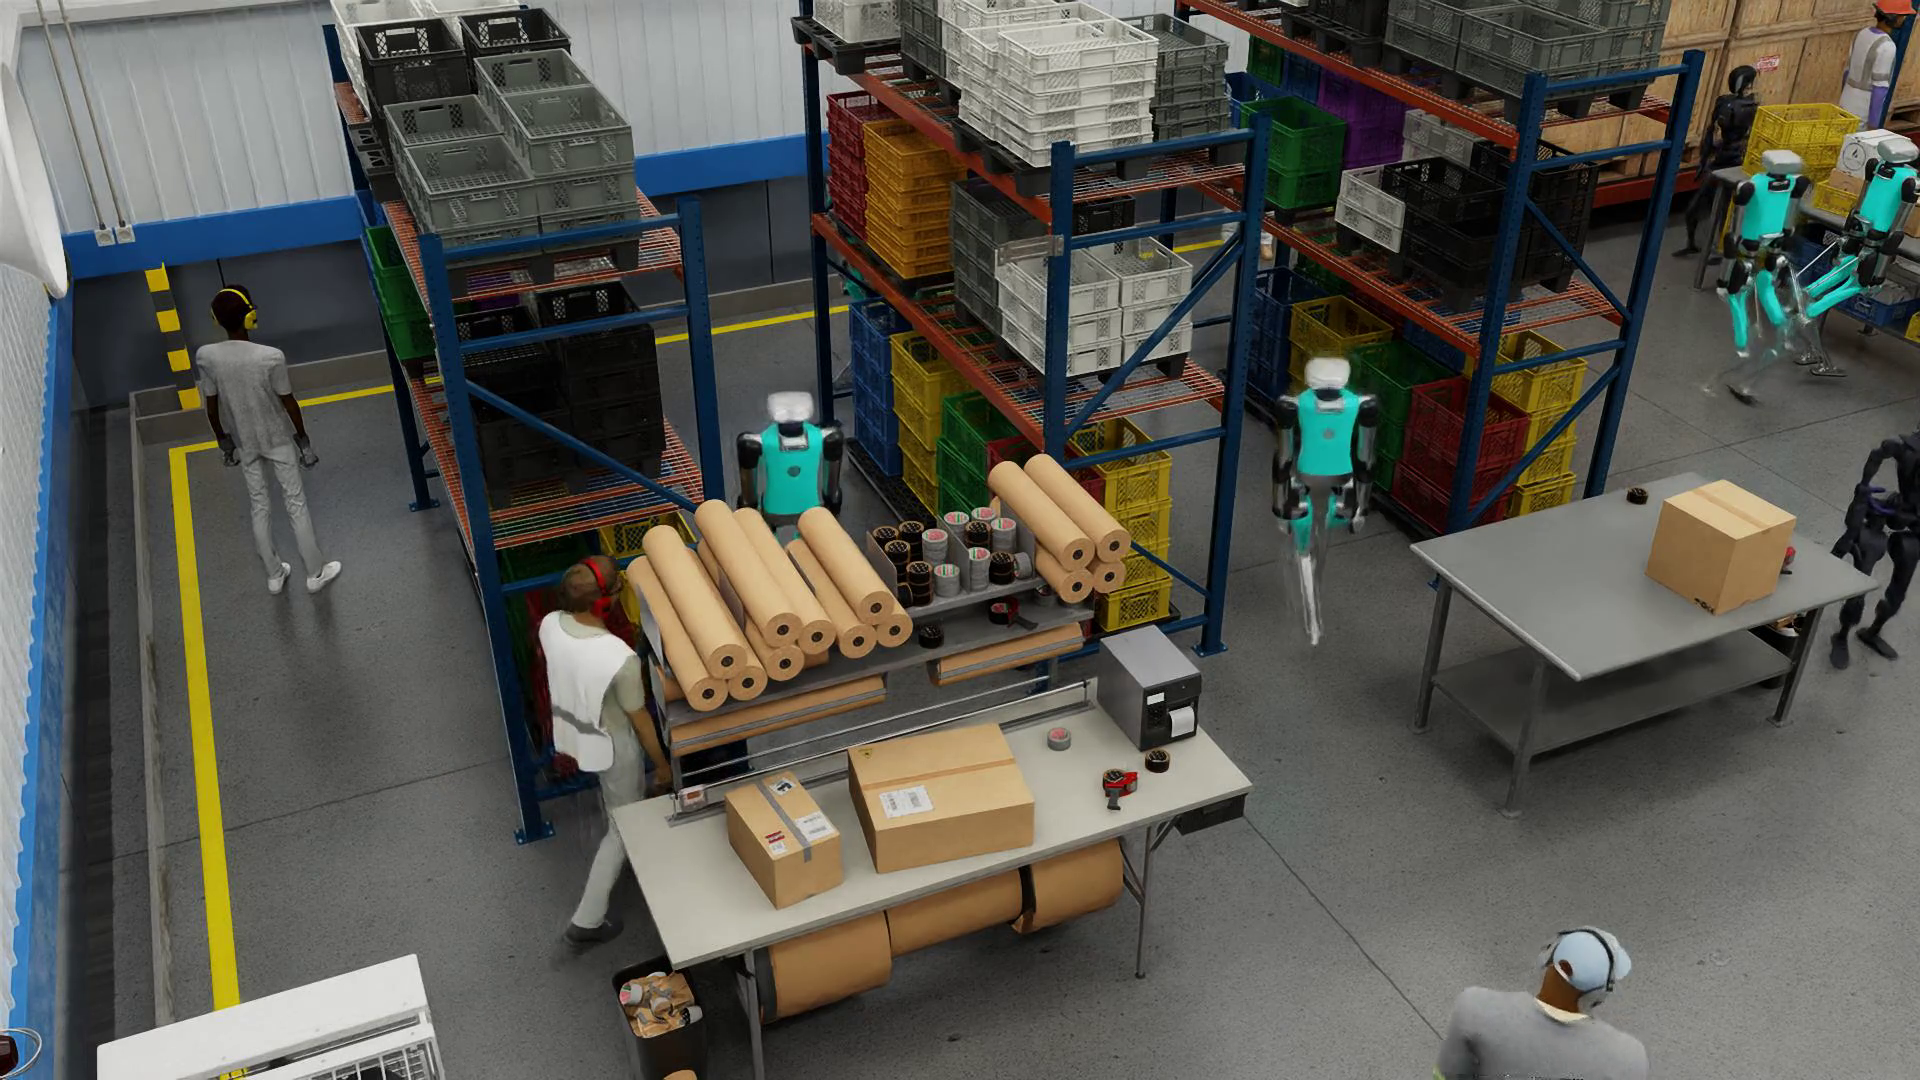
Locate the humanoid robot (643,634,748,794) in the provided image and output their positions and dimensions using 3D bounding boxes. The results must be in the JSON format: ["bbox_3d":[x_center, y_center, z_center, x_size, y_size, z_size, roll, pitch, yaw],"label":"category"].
[{"bbox_3d":[-1.131,0.831,7.295,0.599,1.641,0.686,24,39,34],"label":"humanoid robot"}]

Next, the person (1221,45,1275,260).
[{"bbox_3d":[2.445,-3.186,13.659,0.622,1.836,0.430,1,32,2],"label":"person"}]

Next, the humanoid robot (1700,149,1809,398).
[{"bbox_3d":[5.523,-1.712,11.365,0.544,1.809,0.709,-8,32,-12],"label":"humanoid robot"}]

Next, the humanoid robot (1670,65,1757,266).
[{"bbox_3d":[6.225,-3.027,13.554,0.566,1.643,0.610,-10,33,-16],"label":"humanoid robot"}]

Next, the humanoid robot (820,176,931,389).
[{"bbox_3d":[-0.546,-1.863,11.629,1.035,1.755,0.545,-16,35,-24],"label":"humanoid robot"}]

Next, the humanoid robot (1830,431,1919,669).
[{"bbox_3d":[4.908,-0.069,8.742,0.584,1.643,0.426,3,32,6],"label":"humanoid robot"}]

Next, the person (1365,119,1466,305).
[{"bbox_3d":[3.439,-2.289,12.166,0.637,1.873,0.914,-26,40,-36],"label":"person"}]

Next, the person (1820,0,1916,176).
[{"bbox_3d":[7.743,-3.687,14.268,0.380,2.045,0.604,1,32,2],"label":"person"}]

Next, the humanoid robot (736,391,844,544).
[{"bbox_3d":[-0.908,-0.030,8.672,0.547,1.827,0.757,-8,33,-13],"label":"humanoid robot"}]

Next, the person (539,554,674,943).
[{"bbox_3d":[-1.502,0.872,7.087,0.569,1.835,0.701,26,40,36],"label":"person"}]

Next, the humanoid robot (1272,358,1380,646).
[{"bbox_3d":[1.941,-0.317,9.117,0.581,1.769,0.966,4,32,6],"label":"humanoid robot"}]

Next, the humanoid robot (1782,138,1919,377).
[{"bbox_3d":[6.130,-1.956,11.619,0.735,1.677,0.533,-4,32,-6],"label":"humanoid robot"}]

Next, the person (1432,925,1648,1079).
[{"bbox_3d":[1.795,1.941,5.350,0.595,1.817,0.486,12,33,18],"label":"person"}]

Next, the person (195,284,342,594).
[{"bbox_3d":[-3.898,-0.546,9.330,0.533,1.869,0.313,0,32,0],"label":"person"}]
